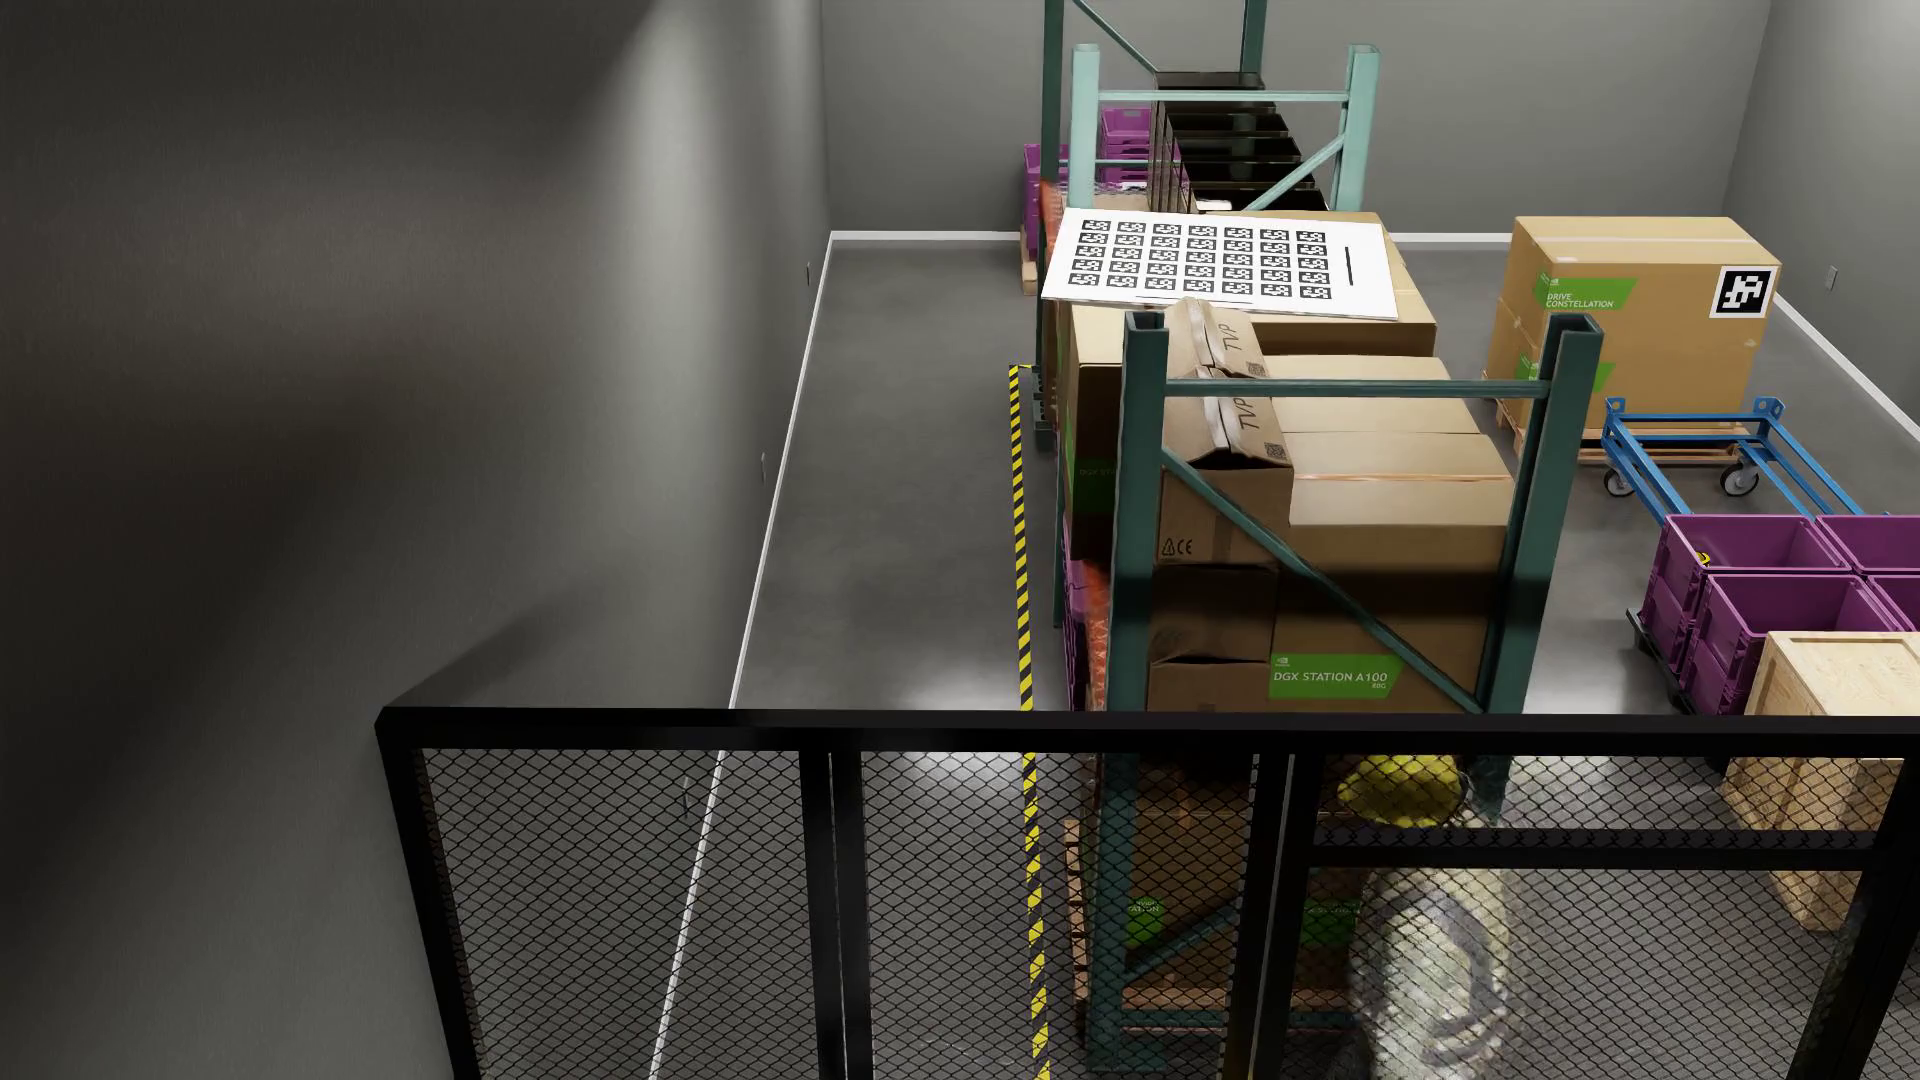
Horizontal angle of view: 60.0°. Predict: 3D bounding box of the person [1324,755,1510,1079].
[{"bbox_3d":[1.284,1.265,4.297,0.963,1.766,0.595,10,32,15],"label":"person"}]
